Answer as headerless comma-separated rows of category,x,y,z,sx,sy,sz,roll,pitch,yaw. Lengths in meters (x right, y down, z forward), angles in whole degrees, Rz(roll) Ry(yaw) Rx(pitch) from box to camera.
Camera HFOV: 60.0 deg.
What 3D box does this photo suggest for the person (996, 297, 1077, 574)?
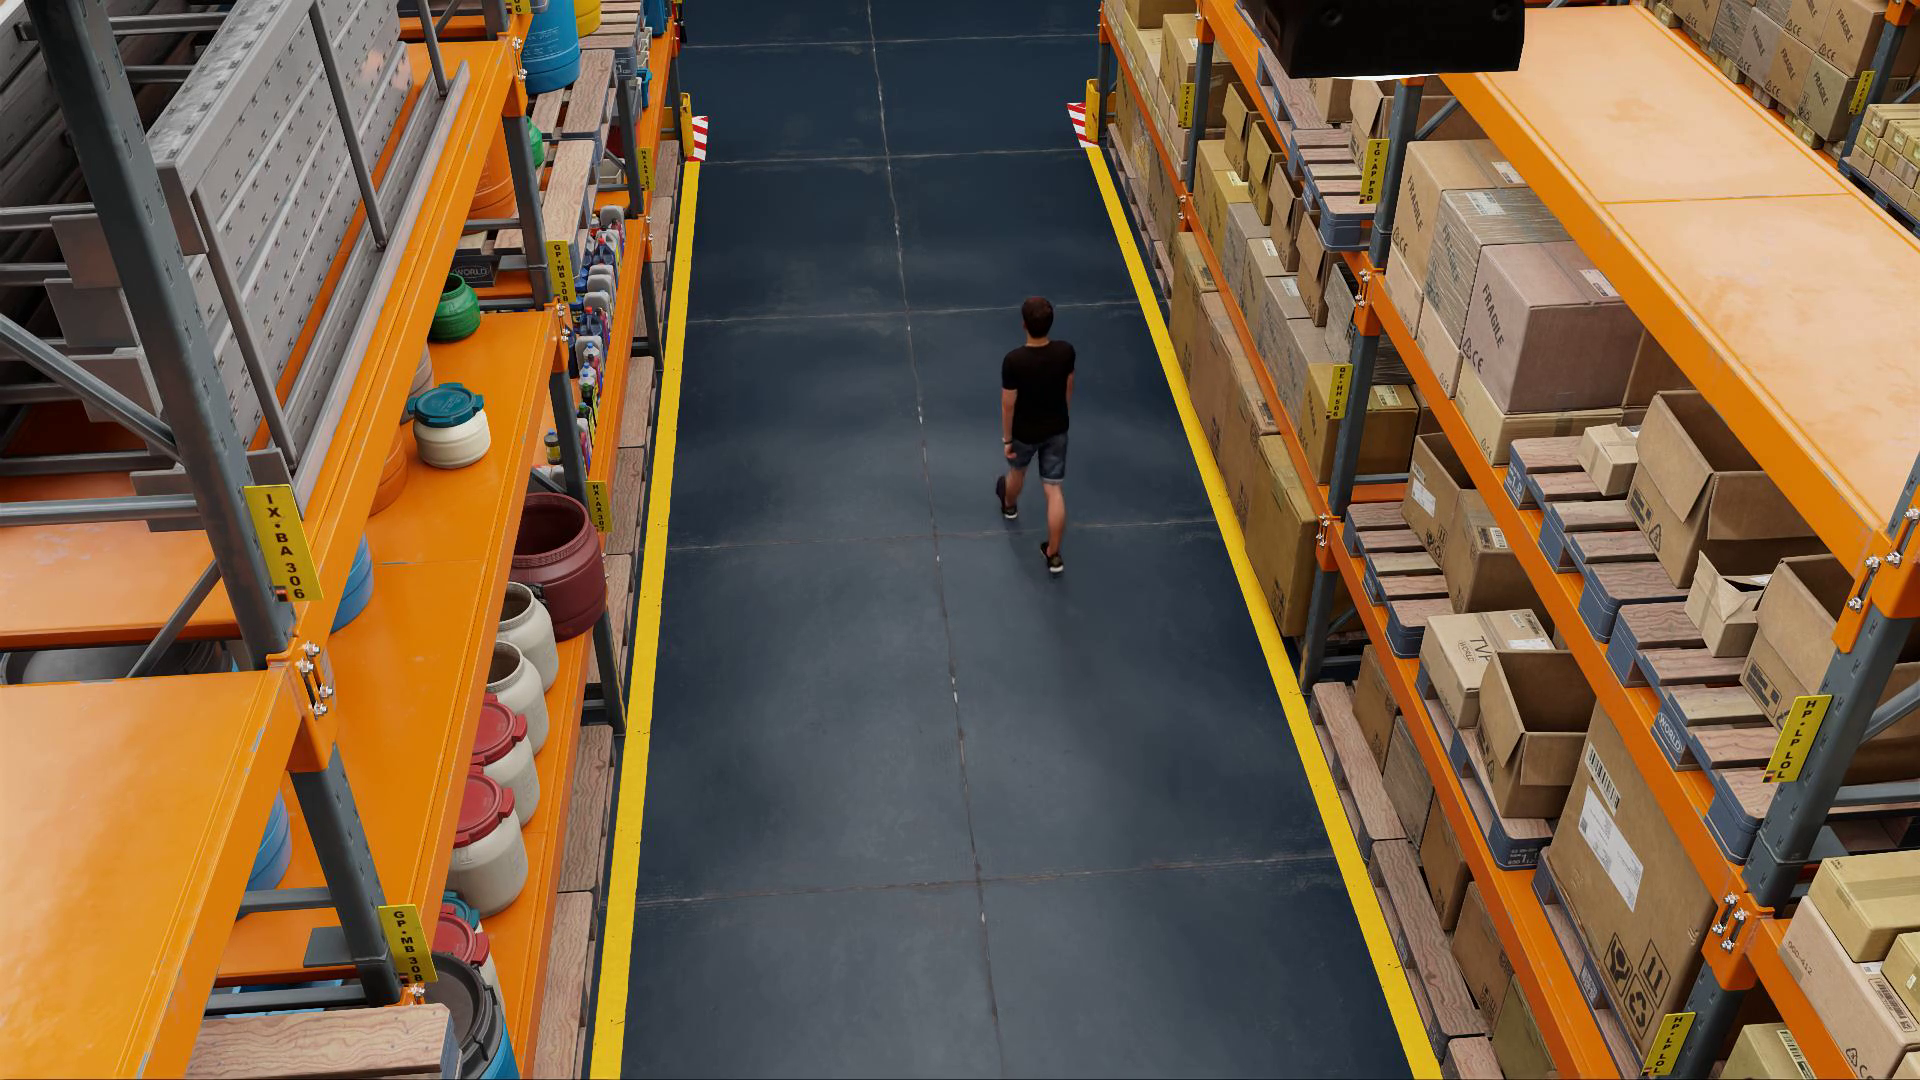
person,0.522,-0.611,10.330,0.805,1.804,1.202,-8,38,-11
